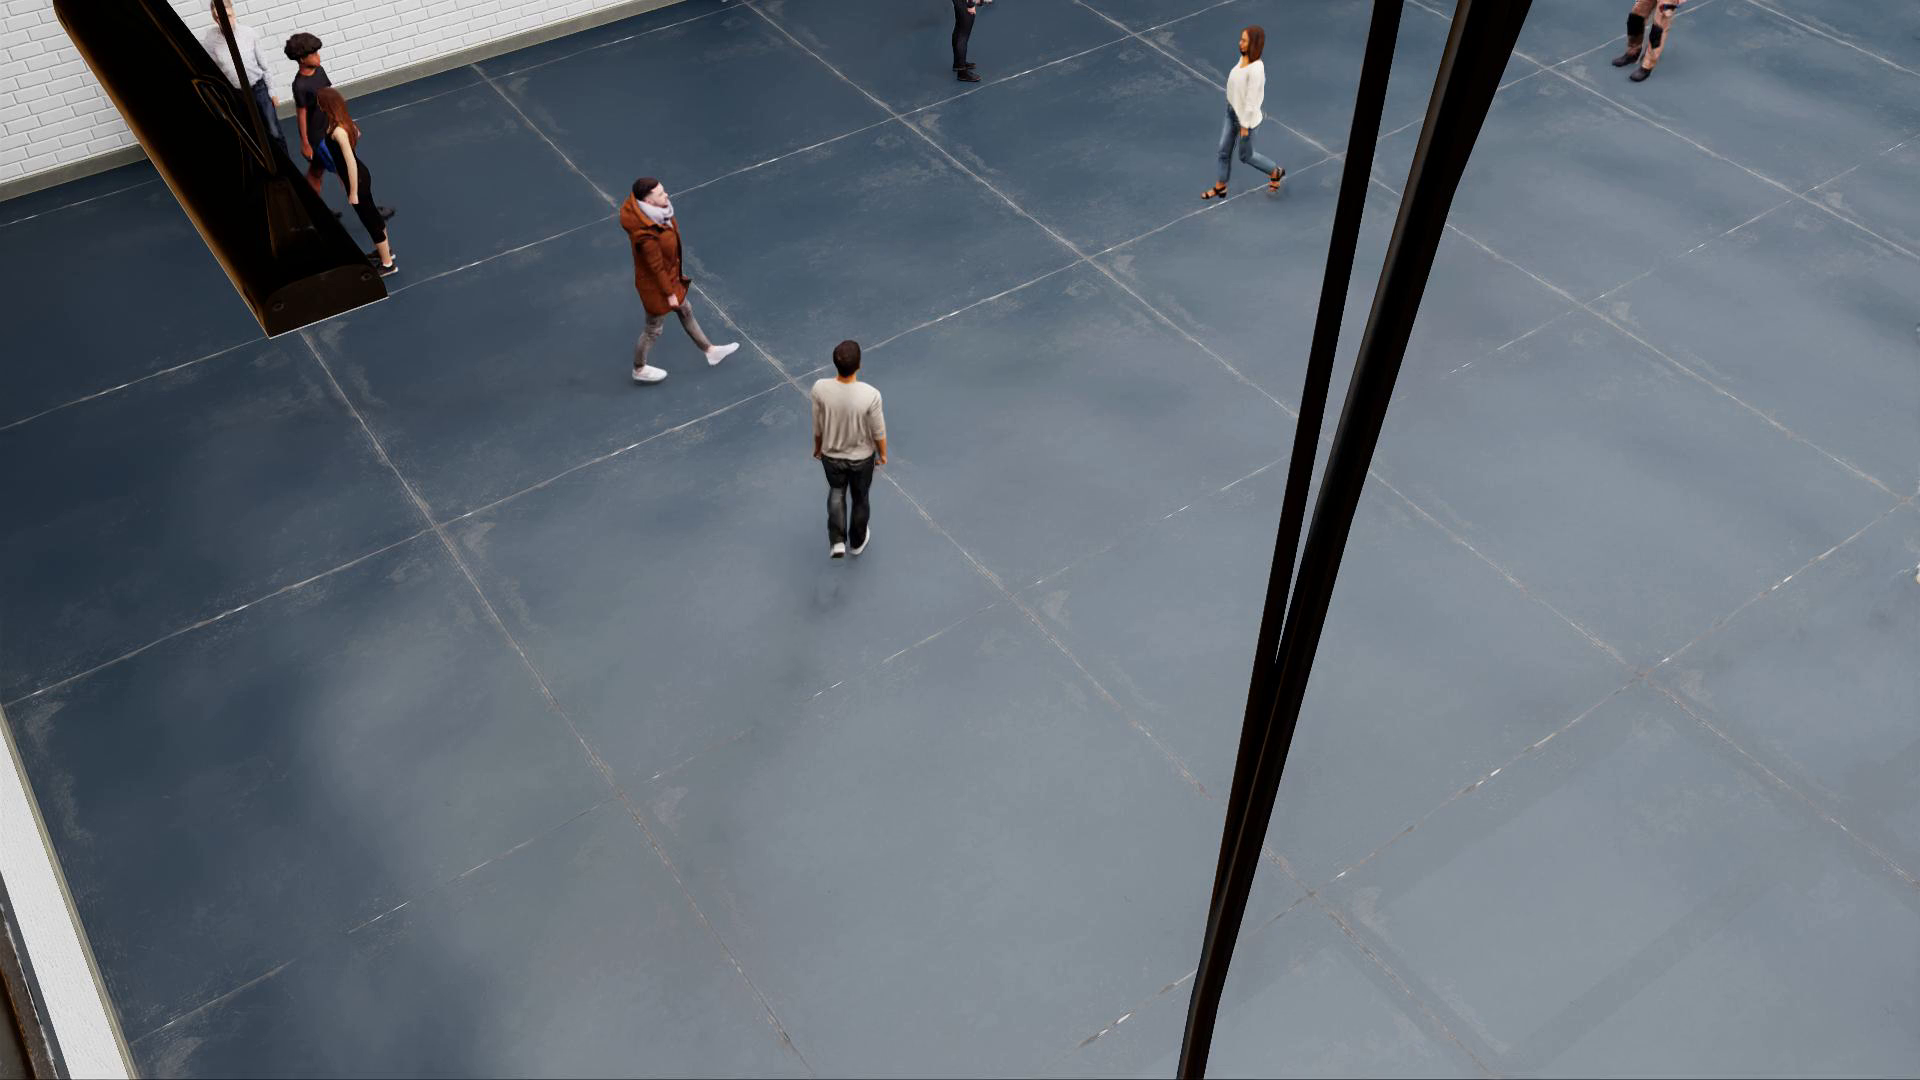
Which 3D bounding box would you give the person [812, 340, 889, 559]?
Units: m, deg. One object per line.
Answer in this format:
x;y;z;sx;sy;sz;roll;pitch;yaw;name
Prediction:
-0.774;-0.534;11.226;0.891;1.798;0.950;6;44;6;person

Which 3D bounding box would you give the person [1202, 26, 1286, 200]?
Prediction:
2.584;-3.733;14.685;1.081;1.658;0.888;-6;44;-6;person

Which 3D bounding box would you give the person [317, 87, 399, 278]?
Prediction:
-5.028;-2.994;13.862;0.618;1.724;0.641;-11;45;-11;person

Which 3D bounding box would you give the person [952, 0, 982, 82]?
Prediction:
0.038;-5.364;16.382;0.646;1.680;0.648;-6;44;-7;person

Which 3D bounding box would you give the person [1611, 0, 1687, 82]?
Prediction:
6.992;-5.483;16.335;0.671;1.918;0.759;-22;48;-21;person

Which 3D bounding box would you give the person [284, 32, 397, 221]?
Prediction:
-5.639;-3.528;14.401;1.135;1.754;0.997;2;44;3;person

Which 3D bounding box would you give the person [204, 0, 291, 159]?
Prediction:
-6.373;-4.017;14.869;0.605;1.816;0.768;-12;45;-13;person

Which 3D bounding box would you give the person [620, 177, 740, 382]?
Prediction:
-2.389;-1.933;12.703;1.222;1.787;1.014;-7;44;-7;person
